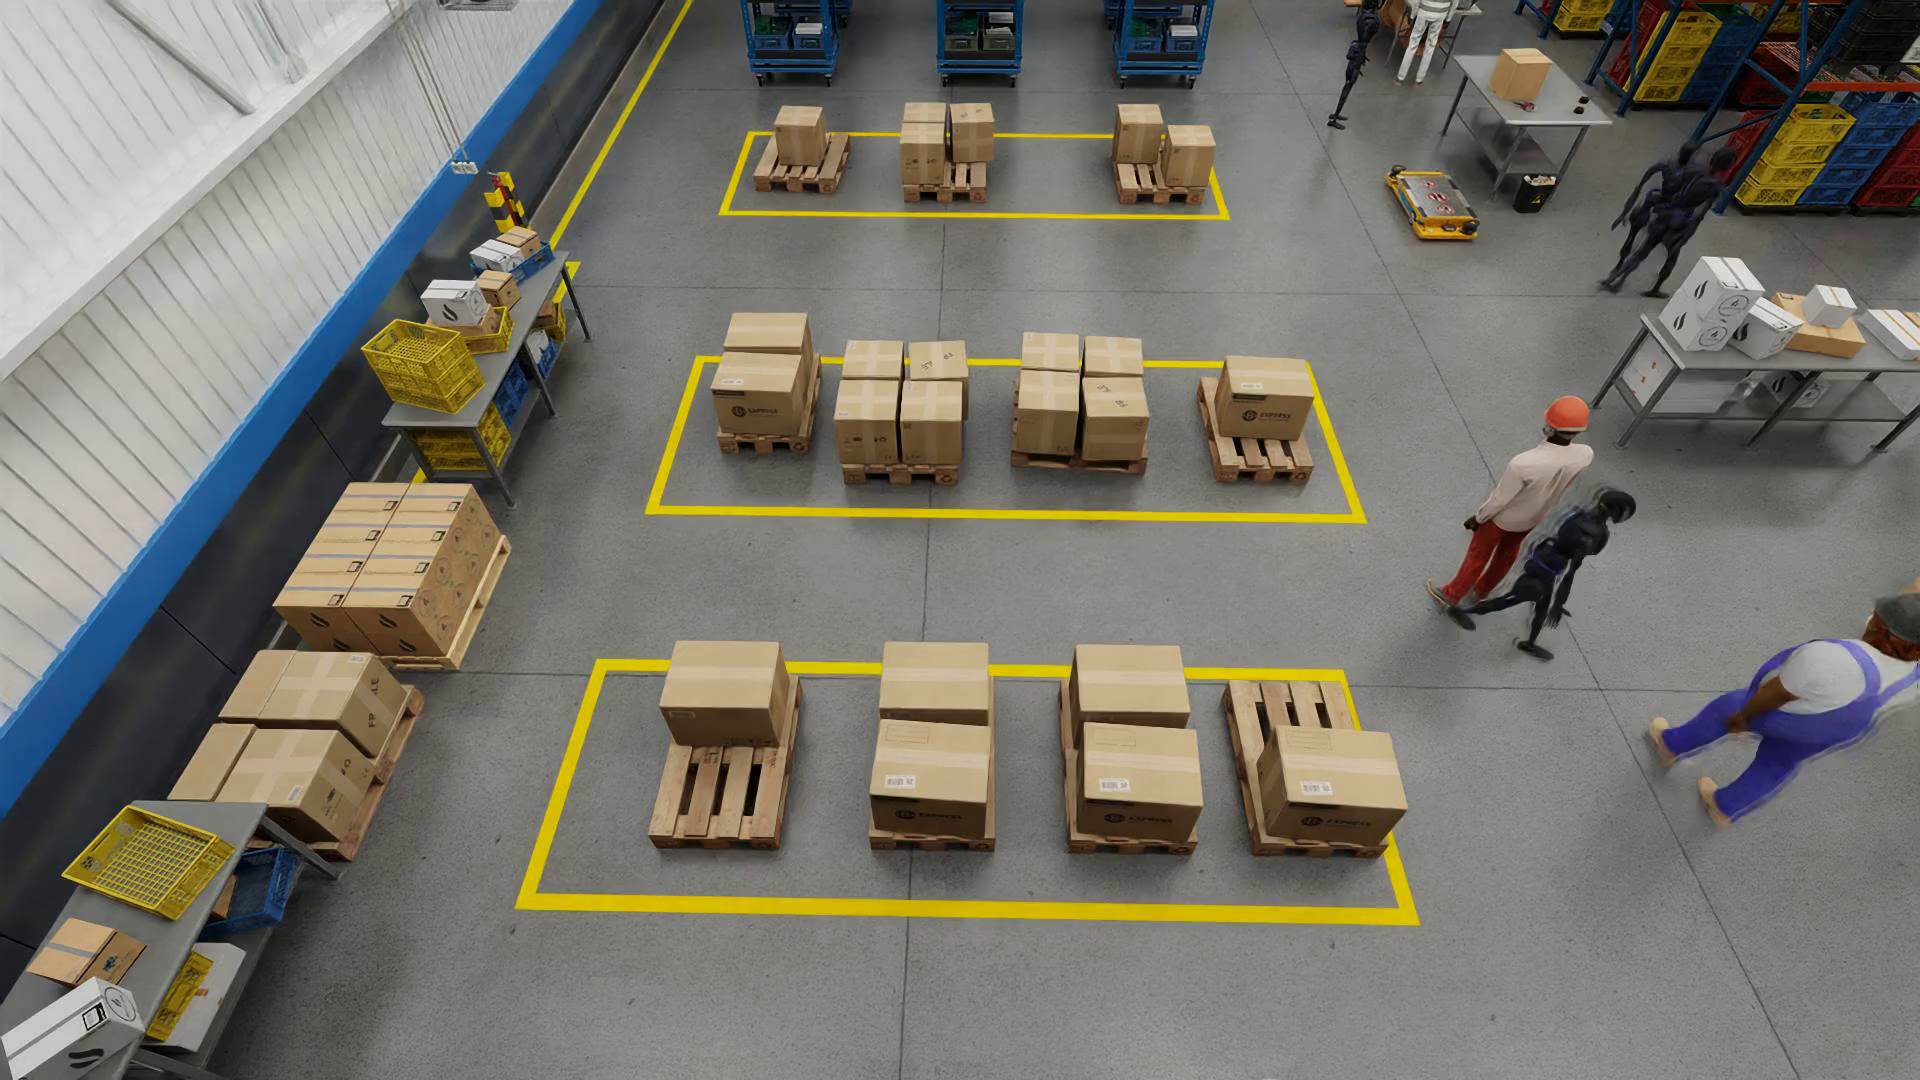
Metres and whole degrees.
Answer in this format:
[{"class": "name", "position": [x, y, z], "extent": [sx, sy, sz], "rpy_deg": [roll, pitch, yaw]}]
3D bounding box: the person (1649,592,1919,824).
[{"class": "person", "position": [5.046, 0.937, 5.551], "extent": [0.711, 2.000, 0.870], "rpy_deg": [8, 50, 7]}]

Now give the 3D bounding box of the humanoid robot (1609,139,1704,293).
[{"class": "humanoid robot", "position": [7.234, -3.368, 9.537], "extent": [0.603, 1.615, 0.767], "rpy_deg": [35, 58, 26]}]

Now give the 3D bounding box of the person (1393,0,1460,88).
[{"class": "person", "position": [6.587, -7.328, 12.810], "extent": [0.574, 1.882, 0.356], "rpy_deg": [12, 50, 10]}]

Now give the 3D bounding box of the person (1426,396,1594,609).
[{"class": "person", "position": [3.960, -0.213, 6.583], "extent": [0.608, 1.986, 0.387], "rpy_deg": [-10, 50, -8]}]

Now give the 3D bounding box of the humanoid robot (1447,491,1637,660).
[{"class": "humanoid robot", "position": [4.099, 0.213, 6.451], "extent": [0.765, 1.619, 0.597], "rpy_deg": [36, 58, 27]}]

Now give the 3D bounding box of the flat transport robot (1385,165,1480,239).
[{"class": "flat transport robot", "position": [5.692, -4.094, 11.059], "extent": [0.652, 0.197, 1.431], "rpy_deg": [1, 49, 1]}]

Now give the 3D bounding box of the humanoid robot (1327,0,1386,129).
[{"class": "humanoid robot", "position": [5.247, -6.329, 12.070], "extent": [0.313, 1.657, 0.608], "rpy_deg": [18, 51, 15]}]

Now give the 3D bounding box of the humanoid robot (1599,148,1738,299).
[{"class": "humanoid robot", "position": [7.350, -3.258, 9.453], "extent": [0.688, 1.650, 0.589], "rpy_deg": [-2, 49, -1]}]
